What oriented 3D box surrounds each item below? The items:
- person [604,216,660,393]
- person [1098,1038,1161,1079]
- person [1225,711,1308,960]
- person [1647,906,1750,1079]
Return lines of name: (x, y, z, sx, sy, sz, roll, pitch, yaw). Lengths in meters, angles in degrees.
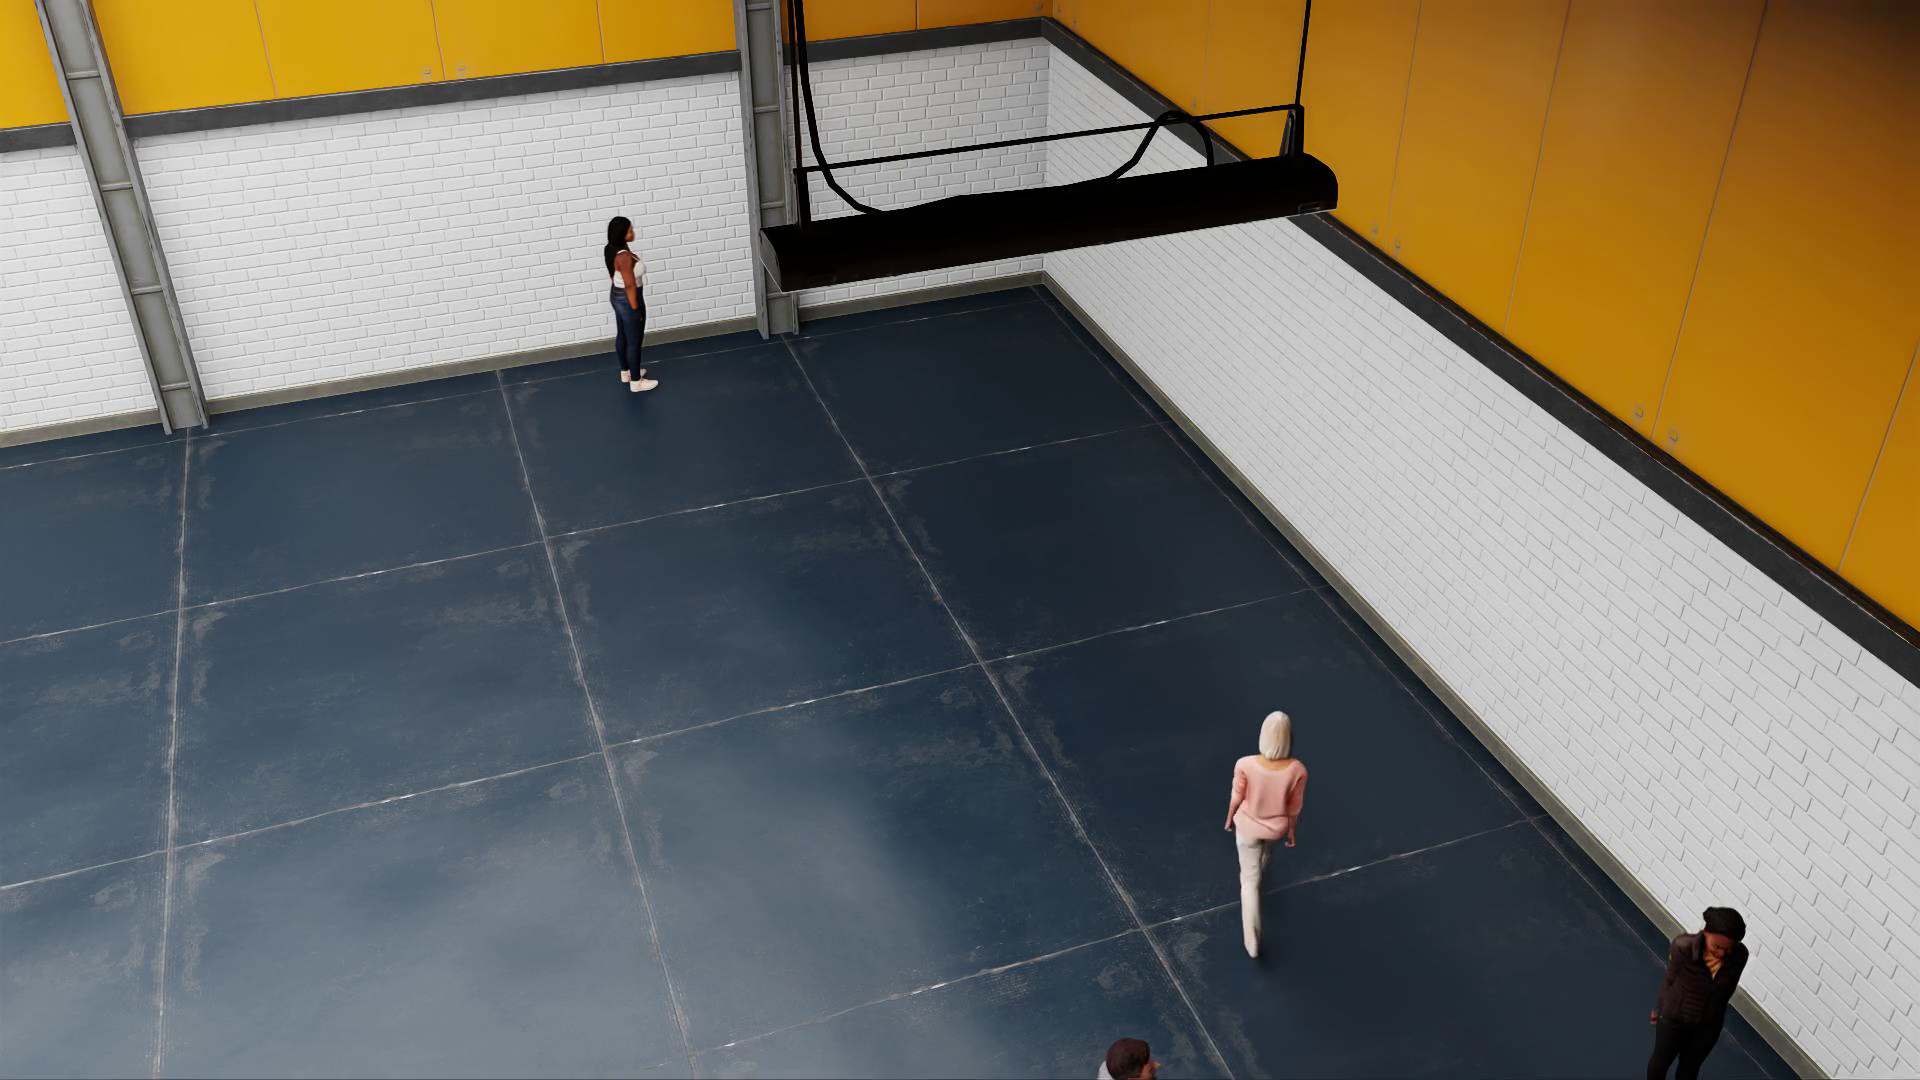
person: (-3.333, -2.366, 16.599, 0.641, 1.808, 0.666, -17, 37, -23)
person: (0.805, 3.142, 8.251, 0.701, 1.876, 0.747, -2, 34, -4)
person: (1.887, 1.843, 10.381, 1.135, 1.683, 0.946, 1, 34, 2)
person: (4.051, 2.624, 9.226, 0.680, 1.659, 0.739, 15, 36, 21)
